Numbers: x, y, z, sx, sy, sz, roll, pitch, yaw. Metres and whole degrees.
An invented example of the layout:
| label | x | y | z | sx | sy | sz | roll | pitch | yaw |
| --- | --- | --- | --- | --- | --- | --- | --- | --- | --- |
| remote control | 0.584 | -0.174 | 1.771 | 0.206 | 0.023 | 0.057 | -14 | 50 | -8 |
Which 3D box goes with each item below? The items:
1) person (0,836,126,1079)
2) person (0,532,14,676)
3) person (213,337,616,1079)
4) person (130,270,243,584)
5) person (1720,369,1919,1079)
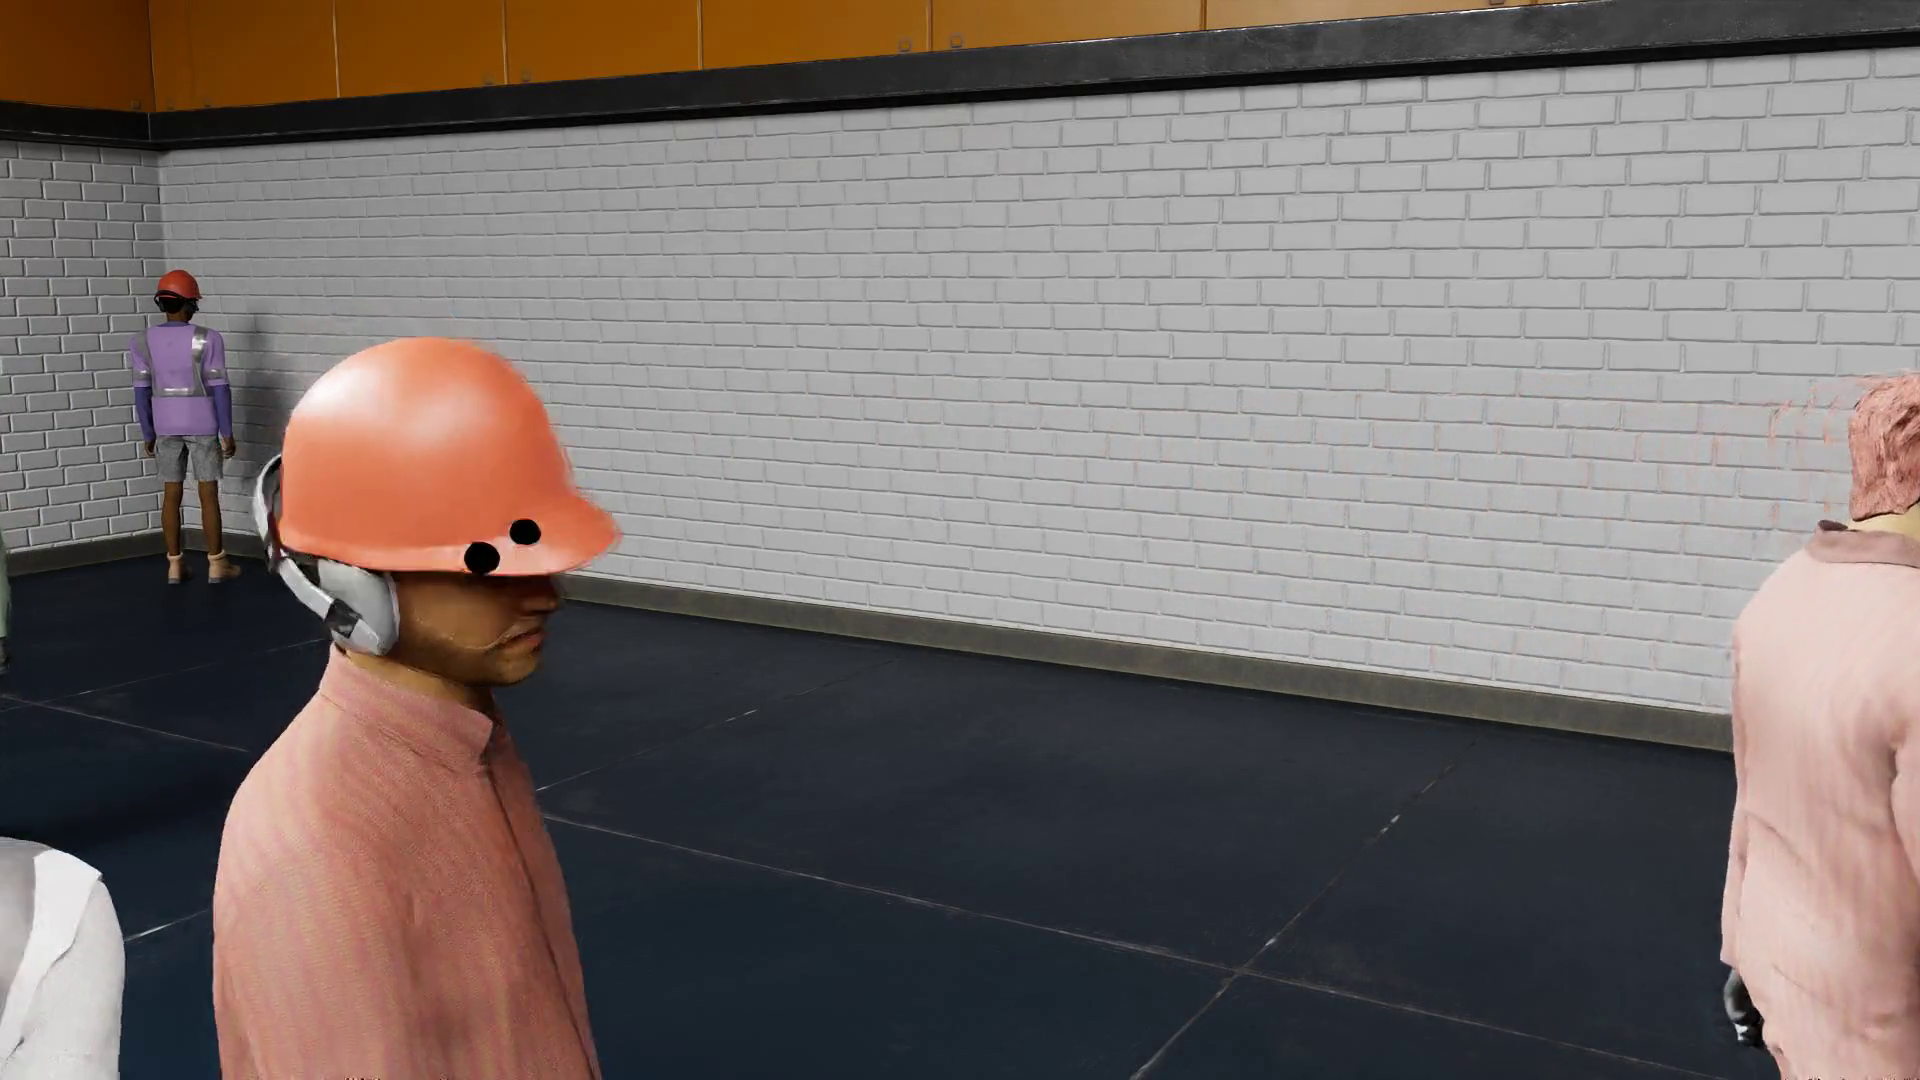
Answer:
| label | x | y | z | sx | sy | sz | roll | pitch | yaw |
| --- | --- | --- | --- | --- | --- | --- | --- | --- | --- |
| person | -1.046 | 0.873 | 1.530 | 0.573 | 1.838 | 0.947 | -3 | 10 | -20 |
| person | -3.503 | 0.331 | 5.604 | 0.539 | 1.604 | 0.797 | -6 | 11 | -33 |
| person | -0.551 | 0.795 | 1.692 | 0.551 | 1.982 | 0.672 | -1 | 9 | -4 |
| person | -5.042 | -0.729 | 10.859 | 0.605 | 2.045 | 0.378 | 0 | 9 | -2 |
| person | 1.318 | 0.683 | 2.524 | 0.642 | 1.889 | 0.646 | 1 | 9 | 6 |
